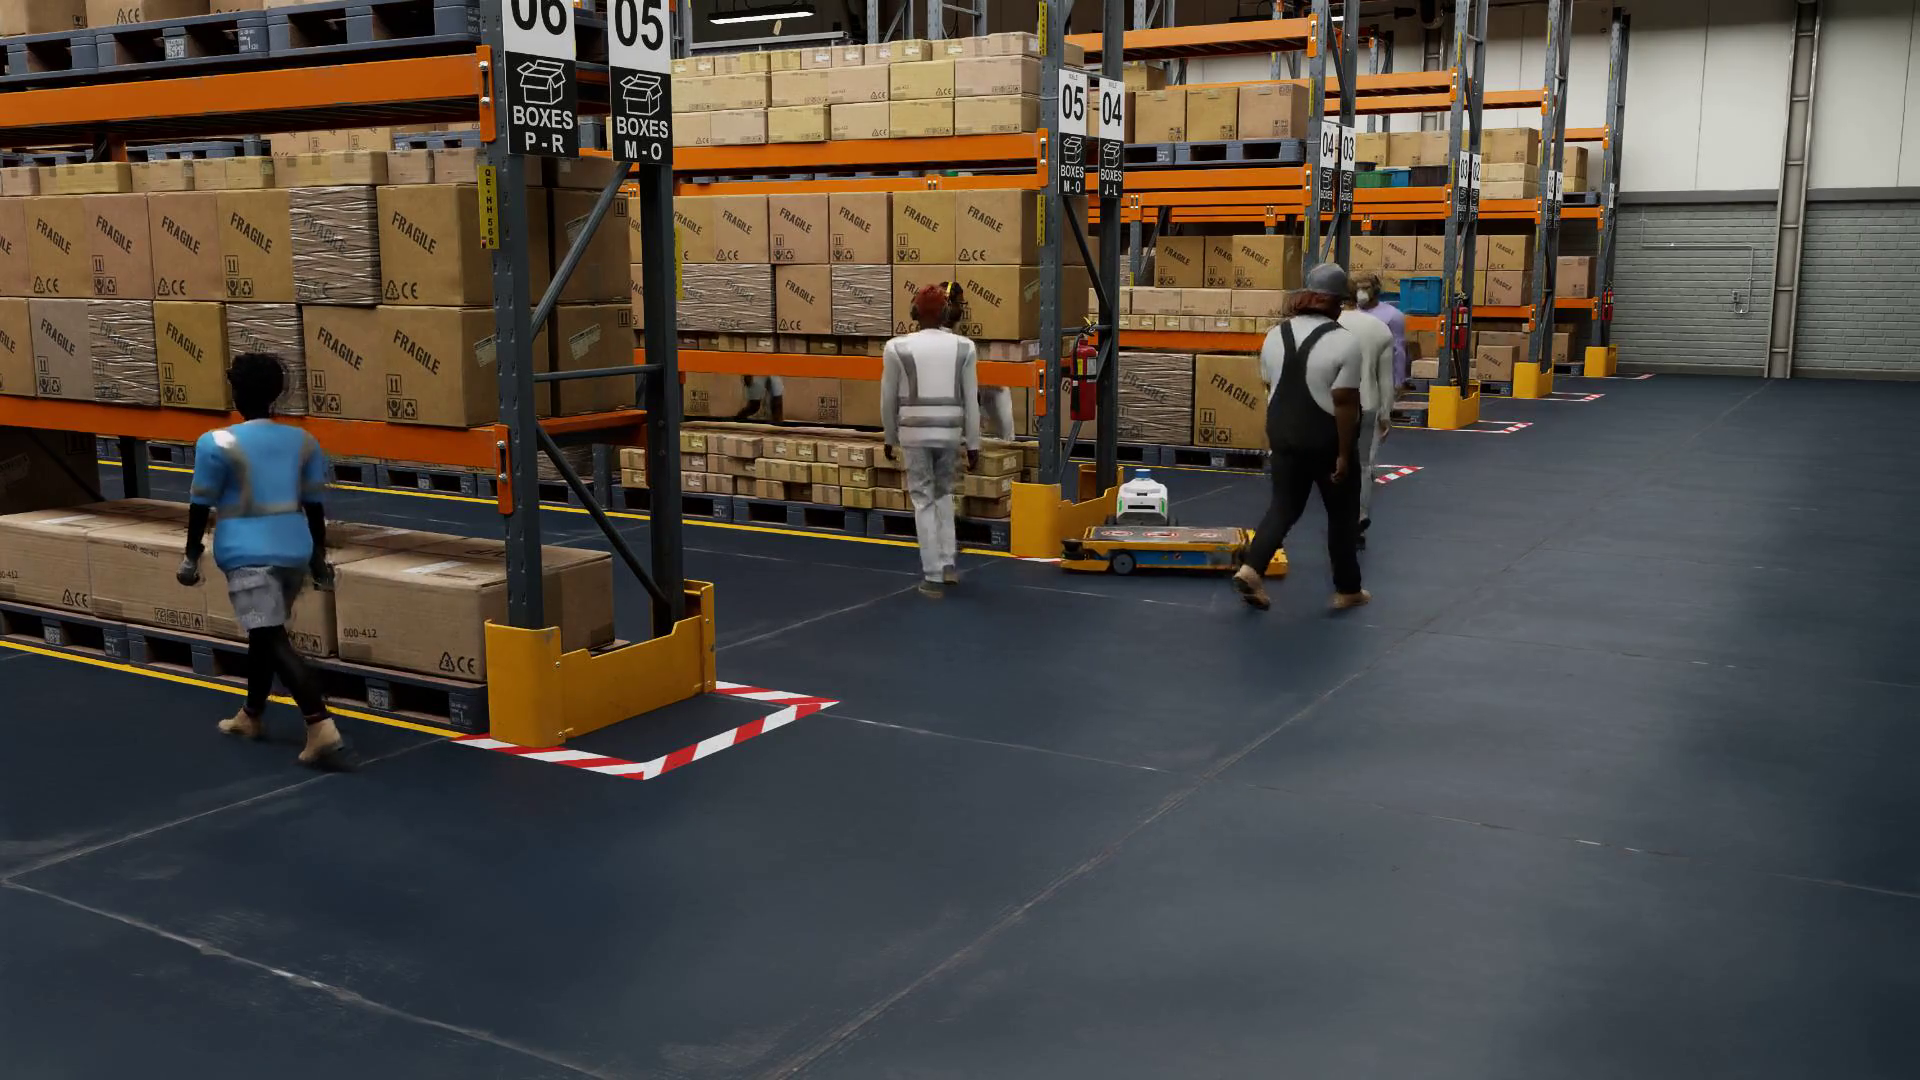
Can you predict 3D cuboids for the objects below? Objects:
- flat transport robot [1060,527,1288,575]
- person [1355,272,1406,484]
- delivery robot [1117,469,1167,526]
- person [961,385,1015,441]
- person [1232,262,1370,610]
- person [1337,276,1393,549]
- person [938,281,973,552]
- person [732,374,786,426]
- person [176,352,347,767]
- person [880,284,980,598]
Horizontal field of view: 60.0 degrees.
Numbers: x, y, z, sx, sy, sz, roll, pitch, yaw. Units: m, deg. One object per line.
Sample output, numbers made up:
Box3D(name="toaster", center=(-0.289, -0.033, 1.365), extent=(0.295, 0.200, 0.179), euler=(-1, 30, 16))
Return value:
Box3D(name="flat transport robot", center=(1.388, 0.056, 10.830), extent=(1.431, 0.197, 0.652), euler=(1, 10, 7))
Box3D(name="person", center=(3.473, -1.360, 14.390), extent=(0.659, 1.885, 0.997), euler=(6, 12, 33))
Box3D(name="delivery robot", center=(1.261, -0.248, 11.508), extent=(0.477, 0.478, 0.707), euler=(1, 10, 7))
Box3D(name="person", center=(0.202, -1.365, 14.737), extent=(0.621, 1.790, 0.986), euler=(-7, 12, -36))
Box3D(name="person", center=(1.965, -0.593, 9.456), extent=(0.870, 2.000, 0.690), euler=(-9, 13, -42))
Box3D(name="person", center=(2.679, -0.849, 11.343), extent=(0.676, 1.913, 0.609), euler=(-3, 10, -16))
Box3D(name="person", center=(-0.092, -0.848, 11.492), extent=(0.333, 1.860, 0.510), euler=(2, 10, 13))
Box3D(name="person", center=(-2.014, -1.749, 16.606), extent=(0.837, 1.914, 0.560), euler=(6, 11, 31))
Box3D(name="person", center=(-2.771, 0.071, 6.708), extent=(0.884, 1.653, 0.532), euler=(5, 11, 29))
Box3D(name="person", center=(-0.195, -0.599, 10.004), extent=(0.568, 1.861, 0.590), euler=(-3, 10, -18))
